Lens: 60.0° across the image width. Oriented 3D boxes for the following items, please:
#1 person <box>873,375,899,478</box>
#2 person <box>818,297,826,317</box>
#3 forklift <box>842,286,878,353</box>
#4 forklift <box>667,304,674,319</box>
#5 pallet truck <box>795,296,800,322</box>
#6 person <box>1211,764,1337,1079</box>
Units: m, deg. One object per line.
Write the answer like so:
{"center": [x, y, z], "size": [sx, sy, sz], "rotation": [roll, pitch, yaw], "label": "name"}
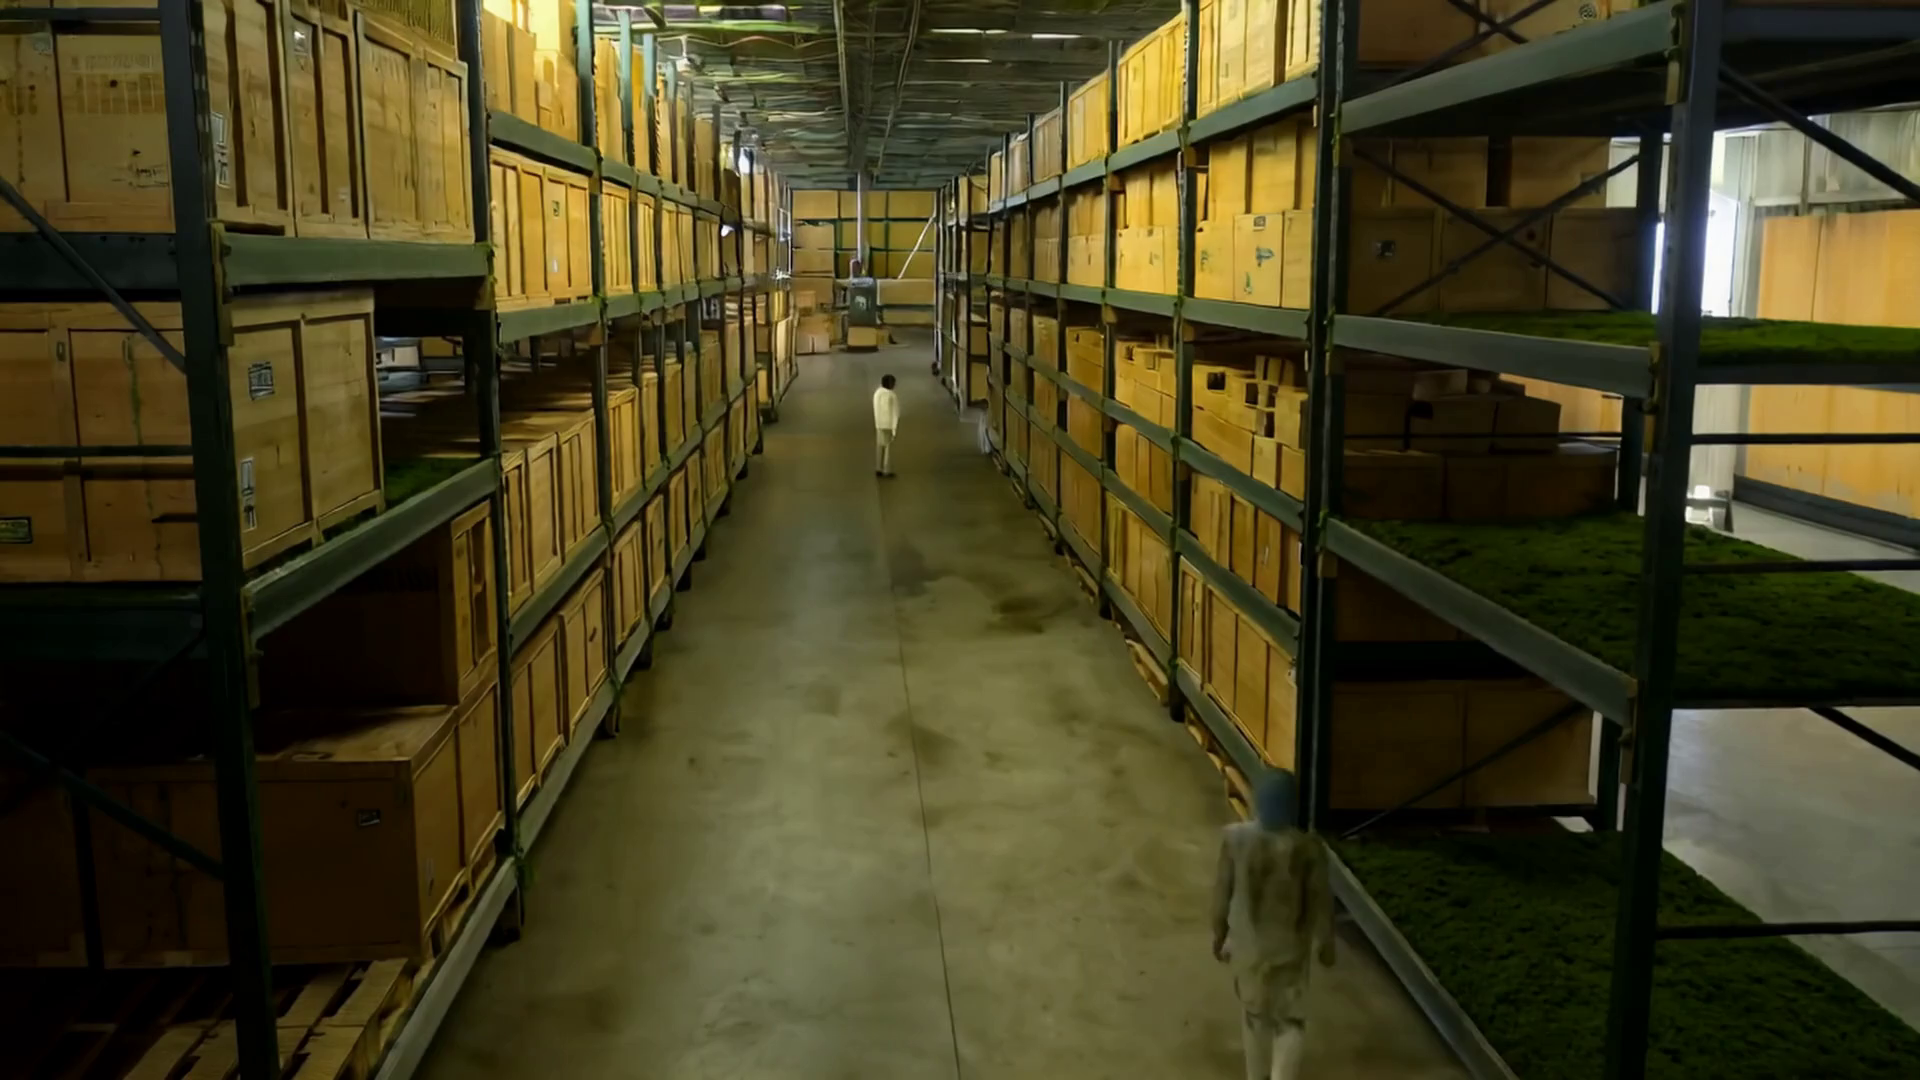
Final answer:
{"center": [-1.313, -2.037, 29.771], "size": [0.430, 1.837, 0.627], "rotation": [-6, 11, -32], "label": "person"}
{"center": [-7.554, -12.528, 92.220], "size": [0.824, 1.905, 0.561], "rotation": [7, 12, 37], "label": "person"}
{"center": [-4.225, -9.342, 70.273], "size": [1.129, 2.768, 1.873], "rotation": [-3, 10, -20], "label": "forklift"}
{"center": [-9.596, -7.085, 56.790], "size": [1.129, 2.768, 1.873], "rotation": [7, 12, 37], "label": "forklift"}
{"center": [-8.622, -12.439, 91.403], "size": [1.885, 1.965, 0.823], "rotation": [2, 10, 13], "label": "pallet truck"}
{"center": [1.408, 1.798, 7.466], "size": [0.547, 1.630, 0.450], "rotation": [4, 10, 20], "label": "person"}
